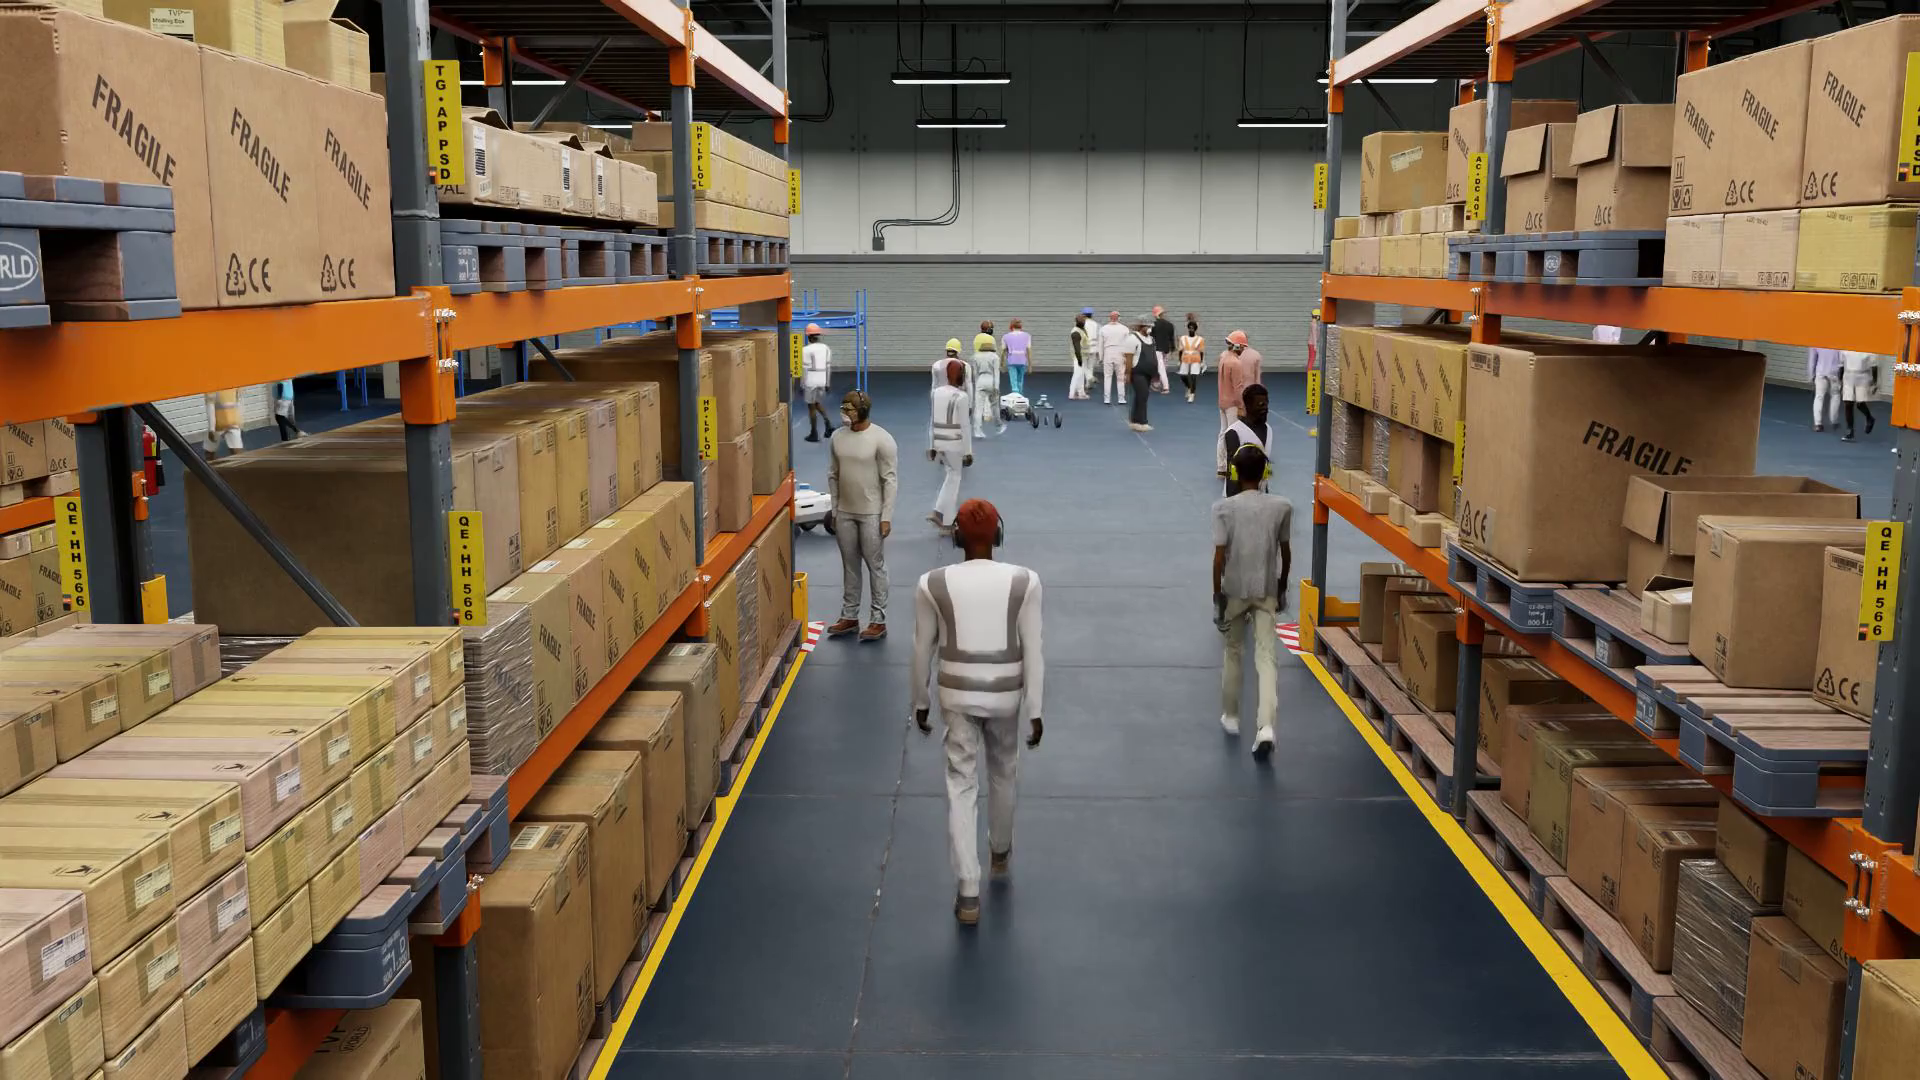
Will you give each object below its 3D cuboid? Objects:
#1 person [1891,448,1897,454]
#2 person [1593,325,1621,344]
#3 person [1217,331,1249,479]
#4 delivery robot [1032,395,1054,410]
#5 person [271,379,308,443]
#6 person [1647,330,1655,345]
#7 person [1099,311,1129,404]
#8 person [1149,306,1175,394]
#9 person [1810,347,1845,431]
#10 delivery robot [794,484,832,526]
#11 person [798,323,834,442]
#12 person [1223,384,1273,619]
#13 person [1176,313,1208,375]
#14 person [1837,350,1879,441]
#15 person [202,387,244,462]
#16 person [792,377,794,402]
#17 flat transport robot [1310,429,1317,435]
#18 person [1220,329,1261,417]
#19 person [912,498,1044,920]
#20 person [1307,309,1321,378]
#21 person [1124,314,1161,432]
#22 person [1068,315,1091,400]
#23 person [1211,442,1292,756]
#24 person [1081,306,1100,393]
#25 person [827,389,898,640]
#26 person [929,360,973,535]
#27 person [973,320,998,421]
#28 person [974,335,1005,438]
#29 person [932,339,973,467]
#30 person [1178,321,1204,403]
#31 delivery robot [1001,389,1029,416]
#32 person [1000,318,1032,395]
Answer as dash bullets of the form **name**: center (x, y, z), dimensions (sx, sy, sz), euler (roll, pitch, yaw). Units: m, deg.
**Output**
- **person**: center (14.451, -2.224, 25.109), dimensions (0.654, 1.889, 0.595), euler (-1, 10, -9)
- **person**: center (13.059, -3.684, 33.579), dimensions (0.986, 1.979, 0.629), euler (-8, 13, -41)
- **person**: center (3.655, -1.792, 22.241), dimensions (0.393, 1.986, 0.611), euler (-2, 10, -14)
- **delivery robot**: center (1.489, -2.461, 29.601), dimensions (0.335, 0.223, 0.698), euler (-2, 10, -12)
- **person**: center (-10.383, -2.201, 25.581), dimensions (0.432, 1.682, 0.544), euler (-3, 10, -15)
- **person**: center (16.670, -4.676, 39.660), dimensions (0.357, 1.936, 0.551), euler (-7, 12, -37)
- **person**: center (3.181, -3.750, 34.212), dimensions (0.651, 1.905, 0.403), euler (2, 10, 12)
- **person**: center (4.457, -4.232, 37.073), dimensions (0.620, 1.923, 1.102), euler (-4, 10, -20)
- **person**: center (15.087, -2.858, 28.838), dimensions (0.666, 1.907, 0.895), euler (9, 13, 43)
- **delivery robot**: center (-1.661, -0.360, 17.793), dimensions (0.477, 0.478, 0.707), euler (8, 13, 41)
- **person**: center (-2.344, -2.558, 27.007), dimensions (0.452, 1.921, 0.548), euler (9, 13, 42)
- **person**: center (2.361, -0.328, 13.681), dimensions (0.372, 1.915, 0.596), euler (8, 12, 39)
- **person**: center (6.037, -5.084, 43.077), dimensions (0.784, 1.608, 0.508), euler (5, 11, 28)
- **person**: center (14.672, -2.584, 27.139), dimensions (0.681, 1.934, 0.646), euler (-7, 12, -36)
- **person**: center (-9.087, -1.435, 20.400), dimensions (1.004, 1.879, 0.574), euler (5, 10, 25)
- **person**: center (-2.833, -2.285, 25.743), dimensions (0.535, 1.795, 0.967), euler (-3, 10, -18)
- **flat transport robot**: center (6.637, -1.884, 28.049), dimensions (1.431, 0.197, 0.652), euler (-7, 12, -35)
- **person**: center (4.241, -2.236, 25.196), dimensions (0.656, 1.894, 0.538), euler (-1, 10, -5)
- **person**: center (0.077, 0.721, 7.642), dimensions (0.587, 1.835, 0.956), euler (0, 9, -1)
- **person**: center (8.763, -4.826, 41.102), dimensions (0.340, 1.757, 0.518), euler (1, 10, 4)
- **person**: center (3.219, -2.869, 28.660), dimensions (0.793, 2.000, 0.703), euler (8, 12, 40)
- **person**: center (2.556, -3.863, 35.212), dimensions (0.432, 1.806, 0.722), euler (3, 10, 16)
- **person**: center (1.751, 0.337, 9.970), dimensions (0.504, 1.837, 0.914), euler (0, 9, 3)
- **person**: center (2.875, -4.241, 37.088), dimensions (0.621, 1.924, 0.565), euler (-6, 11, -31)
- **person**: center (-0.760, -0.200, 12.860), dimensions (0.628, 1.936, 0.375), euler (7, 12, 36)
- **person**: center (-0.075, -0.992, 17.791), dimensions (0.426, 1.868, 0.598), euler (-7, 12, -38)
- **person**: center (0.490, -3.137, 30.775), dimensions (0.430, 1.835, 0.619), euler (-5, 11, -29)
- **person**: center (0.459, -2.563, 27.730), dimensions (0.491, 1.678, 0.906), euler (4, 10, 24)
- **person**: center (-0.108, -1.956, 23.736), dimensions (0.593, 1.822, 0.404), euler (2, 10, 14)
- **person**: center (4.818, -3.713, 34.616), dimensions (0.548, 1.685, 0.449), euler (4, 10, 21)
- **delivery robot**: center (1.018, -2.561, 30.975), dimensions (0.477, 0.478, 0.707), euler (-3, 10, -17)
- **person**: center (1.066, -3.425, 32.554), dimensions (0.598, 1.799, 0.926), euler (-2, 10, -12)
